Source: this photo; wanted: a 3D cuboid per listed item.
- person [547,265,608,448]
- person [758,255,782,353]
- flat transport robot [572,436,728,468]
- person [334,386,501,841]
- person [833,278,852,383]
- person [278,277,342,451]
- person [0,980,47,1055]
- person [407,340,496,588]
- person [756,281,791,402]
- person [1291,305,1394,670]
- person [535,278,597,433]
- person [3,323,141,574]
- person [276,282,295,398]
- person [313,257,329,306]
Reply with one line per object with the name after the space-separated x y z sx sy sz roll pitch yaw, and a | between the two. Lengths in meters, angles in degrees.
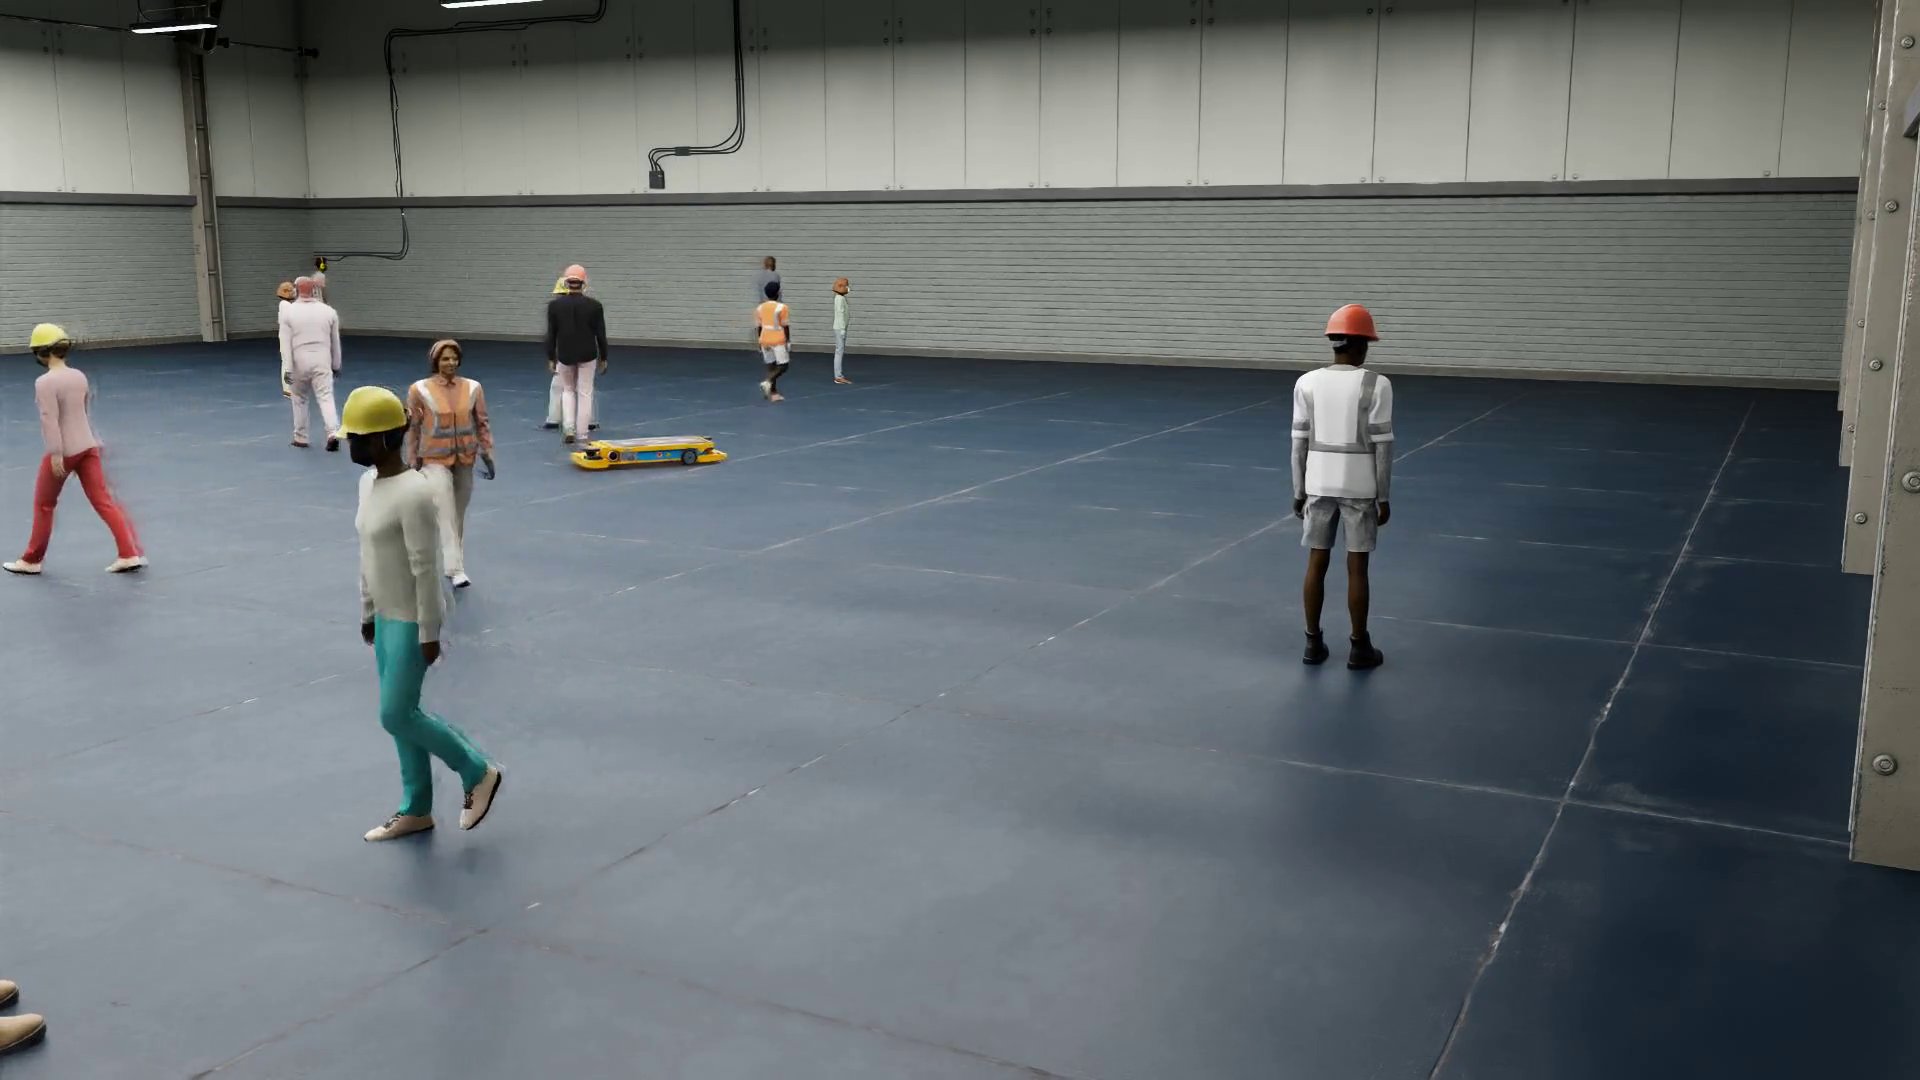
-4.127 -1.984 18.032 0.634 1.975 0.442 0 10 -1 | person
-3.475 -4.272 30.651 0.593 1.925 0.669 -8 13 -36 | person
-3.129 -0.897 16.766 1.431 0.197 0.652 -5 11 -25 | flat transport robot
-2.084 0.292 6.253 0.441 1.756 0.539 -8 13 -37 | person
-1.840 -3.264 25.948 0.279 1.634 0.498 -1 10 -6 | person
-6.942 -1.888 17.832 0.657 1.864 0.978 -8 13 -38 | person
-2.868 0.434 4.669 0.392 2.041 0.615 -9 13 -39 | person
-3.272 -0.487 10.844 0.541 1.606 0.758 -9 13 -39 | person
-2.579 -2.700 22.724 0.546 1.682 0.552 7 13 34 | person
2.037 -0.277 8.856 0.543 1.932 0.376 7 12 32 | person
-4.593 -2.114 19.233 0.791 1.804 0.597 -8 13 -36 | person
-6.034 -0.606 11.244 0.926 1.708 0.532 1 10 8 | person
-9.538 -2.845 23.665 0.286 1.634 0.500 -5 12 -28 | person
-12.704 -4.731 33.335 0.494 1.857 0.552 -9 14 -40 | person
